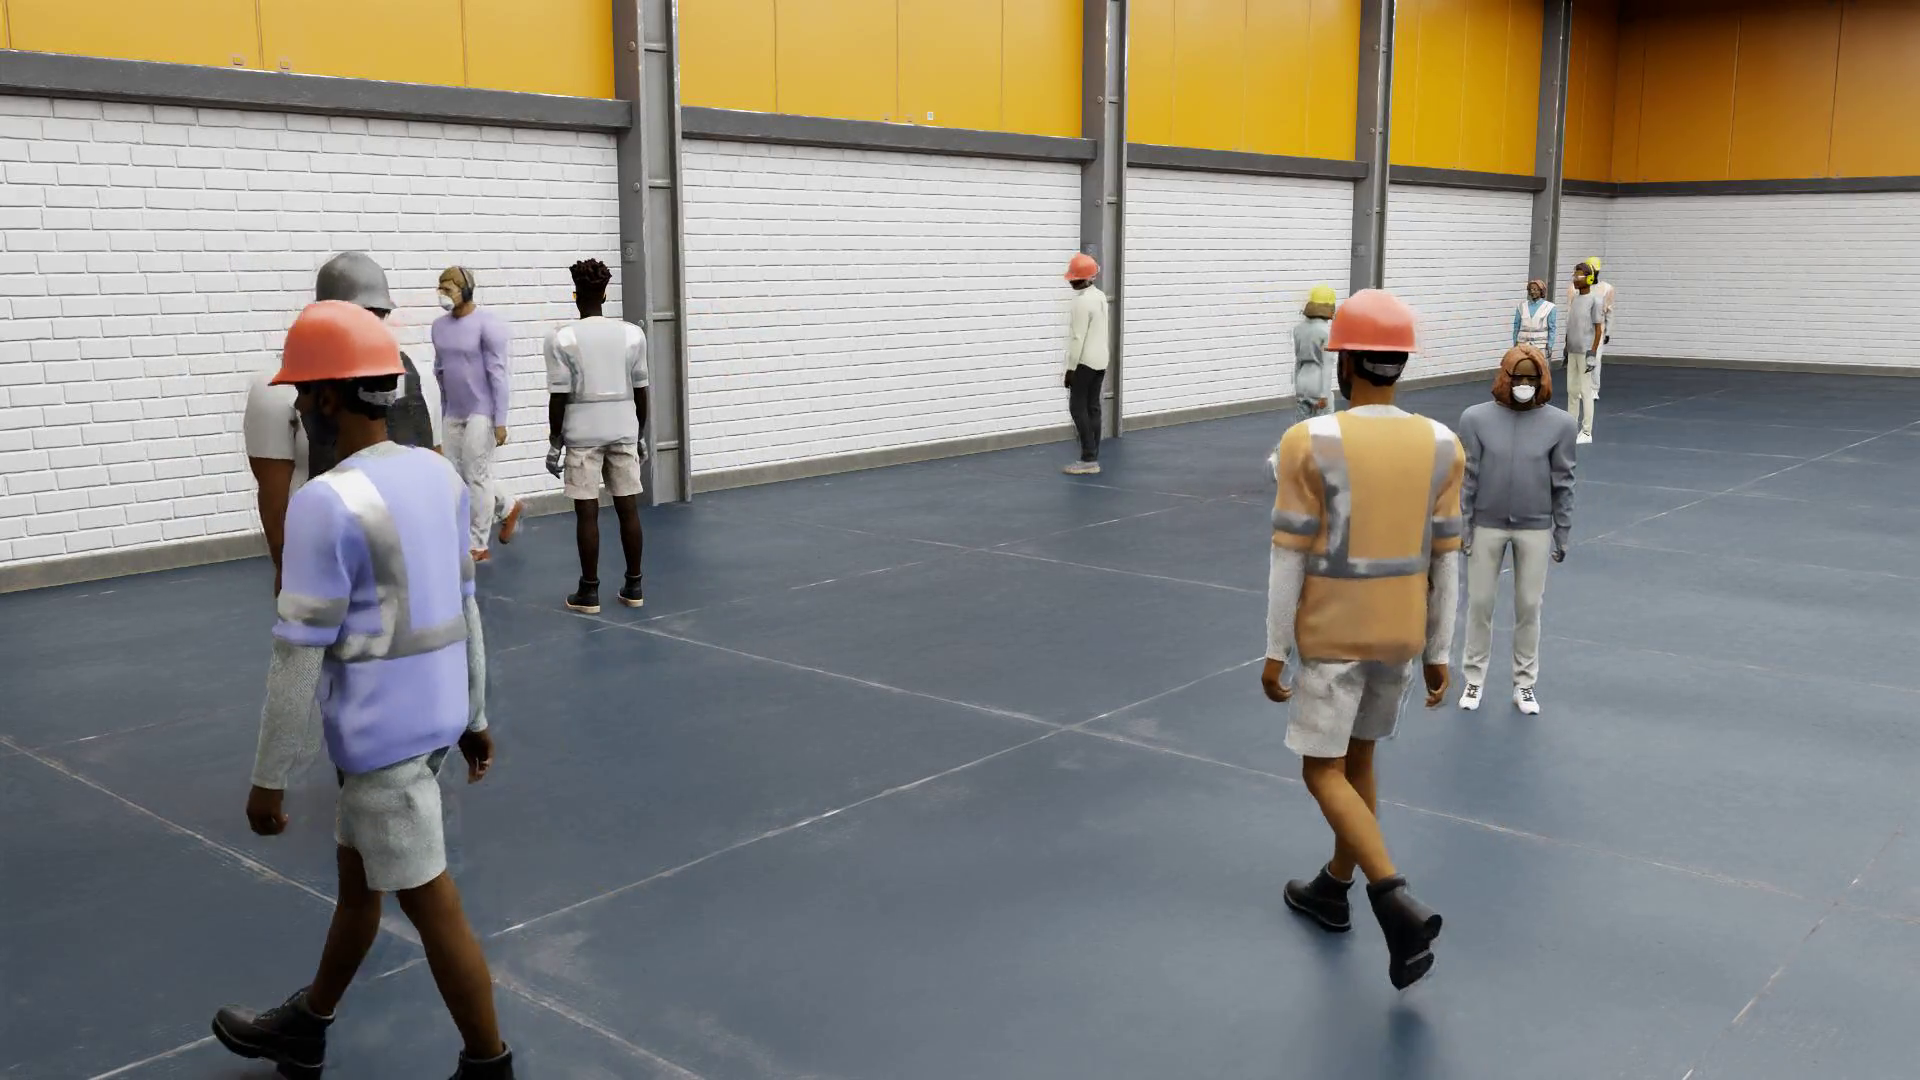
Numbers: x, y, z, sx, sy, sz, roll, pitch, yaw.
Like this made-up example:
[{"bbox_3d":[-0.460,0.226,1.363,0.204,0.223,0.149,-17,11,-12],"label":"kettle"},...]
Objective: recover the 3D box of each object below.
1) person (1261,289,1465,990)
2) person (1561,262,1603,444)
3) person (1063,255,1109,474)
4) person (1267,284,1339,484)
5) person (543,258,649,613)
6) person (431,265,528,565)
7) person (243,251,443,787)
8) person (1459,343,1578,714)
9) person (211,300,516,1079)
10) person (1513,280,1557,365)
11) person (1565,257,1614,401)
[{"bbox_3d":[1.144,0.267,4.627,0.552,1.918,0.821,-3,10,-16],"label":"person"},{"bbox_3d":[6.431,-1.936,17.276,0.328,1.876,0.514,-3,10,-17],"label":"person"},{"bbox_3d":[1.158,-1.570,14.973,0.428,1.960,0.676,5,11,29],"label":"person"},{"bbox_3d":[2.892,-1.256,13.810,0.579,1.725,0.493,-7,12,-33],"label":"person"},{"bbox_3d":[-2.016,-0.576,9.270,0.601,1.967,0.369,-7,12,-33],"label":"person"},{"bbox_3d":[-3.079,-0.803,10.718,0.640,1.923,0.670,6,12,32],"label":"person"},{"bbox_3d":[-2.097,-0.002,5.795,0.685,2.000,0.655,-9,13,-42],"label":"person"},{"bbox_3d":[2.397,-0.041,7.218,0.492,1.624,0.310,3,10,17],"label":"person"},{"bbox_3d":[-1.425,0.421,3.782,0.930,1.896,0.574,2,10,11],"label":"person"},{"bbox_3d":[6.993,-2.348,20.294,0.511,1.640,0.308,8,12,37],"label":"person"},{"bbox_3d":[8.334,-2.782,22.025,0.606,1.889,0.857,2,10,14],"label":"person"}]
